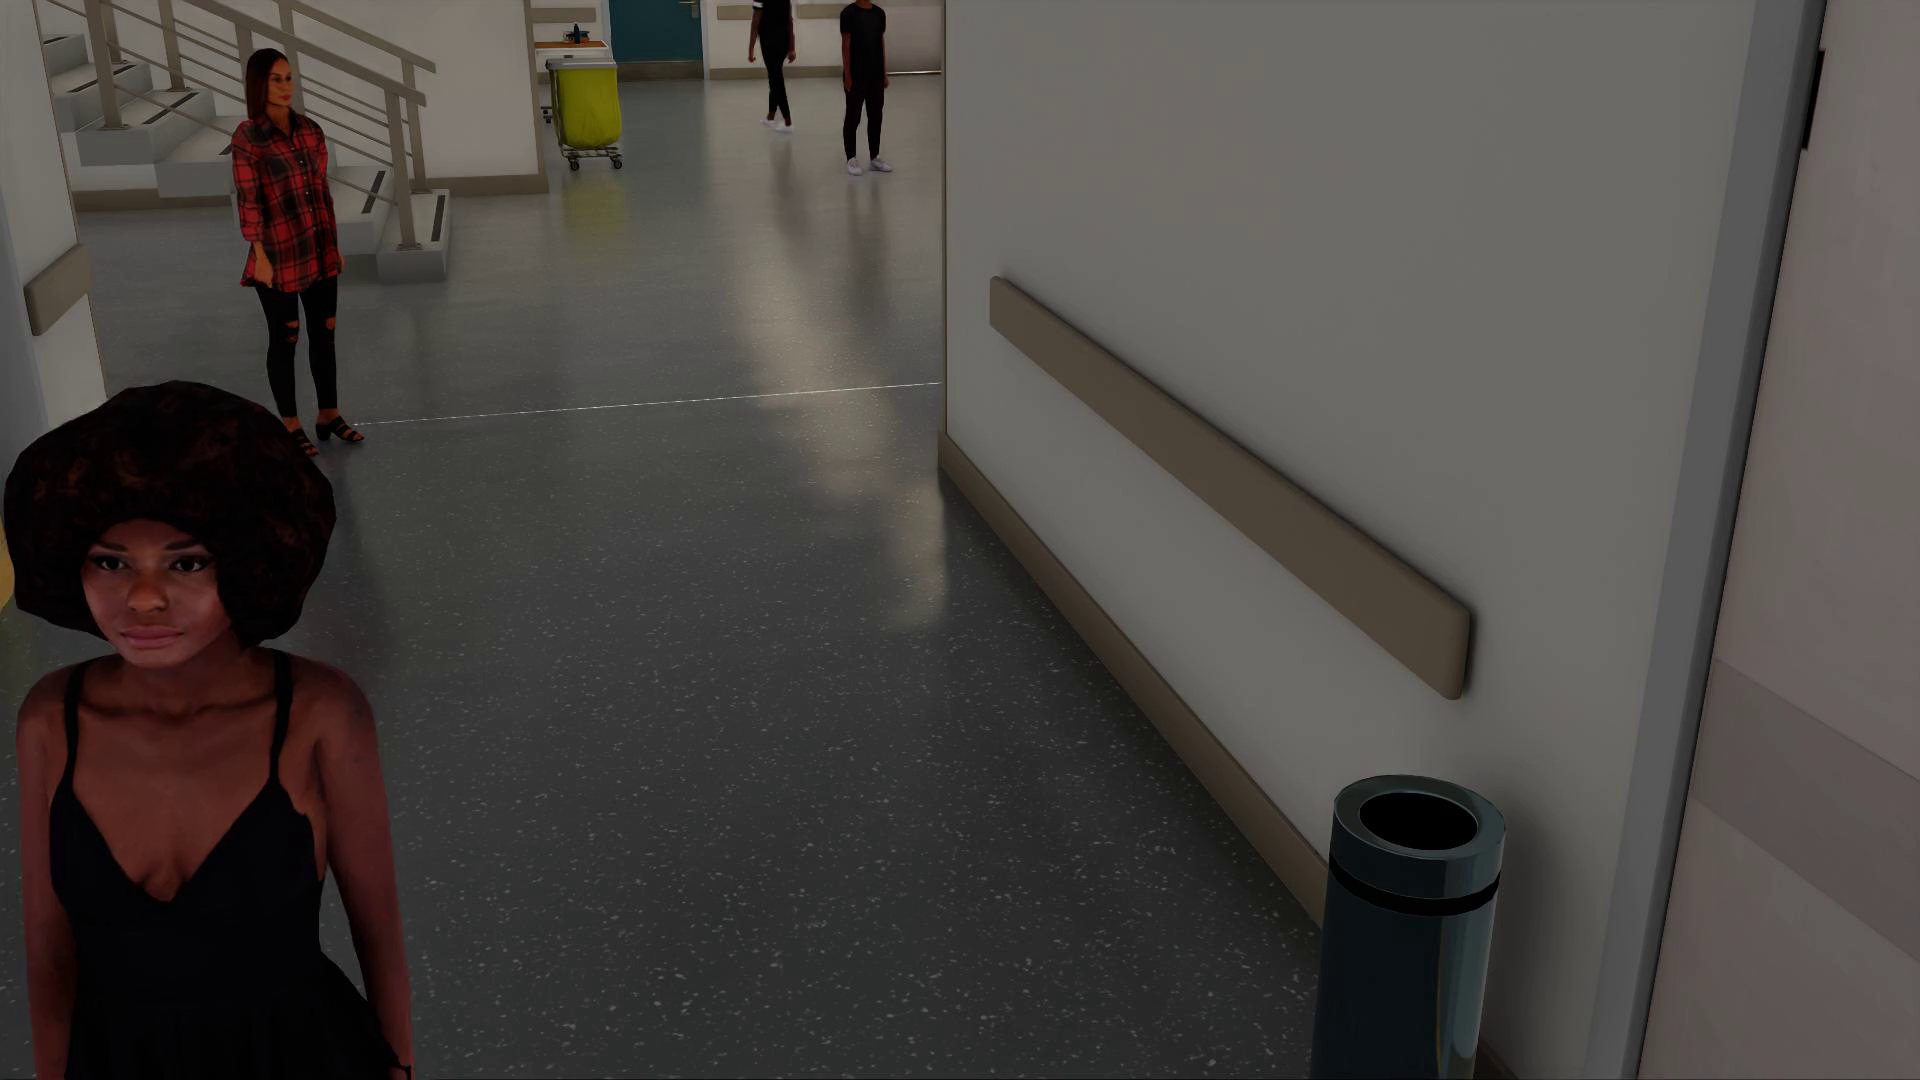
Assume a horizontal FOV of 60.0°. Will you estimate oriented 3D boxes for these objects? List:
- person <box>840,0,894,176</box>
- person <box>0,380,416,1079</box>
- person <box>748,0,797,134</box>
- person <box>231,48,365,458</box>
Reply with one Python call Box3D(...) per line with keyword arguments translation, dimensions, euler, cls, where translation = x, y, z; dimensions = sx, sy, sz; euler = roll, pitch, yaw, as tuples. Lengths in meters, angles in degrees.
Box3D(translation=(-0.855, -4.194, 14.837), dimensions=(0.646, 1.787, 0.762), euler=(-15, 25, -35), cls="person")
Box3D(translation=(-0.863, 0.665, 2.041), dimensions=(0.994, 1.764, 0.736), euler=(-2, 21, -5), cls="person")
Box3D(translation=(-1.882, -5.140, 17.450), dimensions=(0.962, 1.706, 0.973), euler=(19, 28, 40), cls="person")
Box3D(translation=(-2.840, -1.217, 7.097), dimensions=(0.756, 1.703, 0.699), euler=(11, 23, 27), cls="person")
